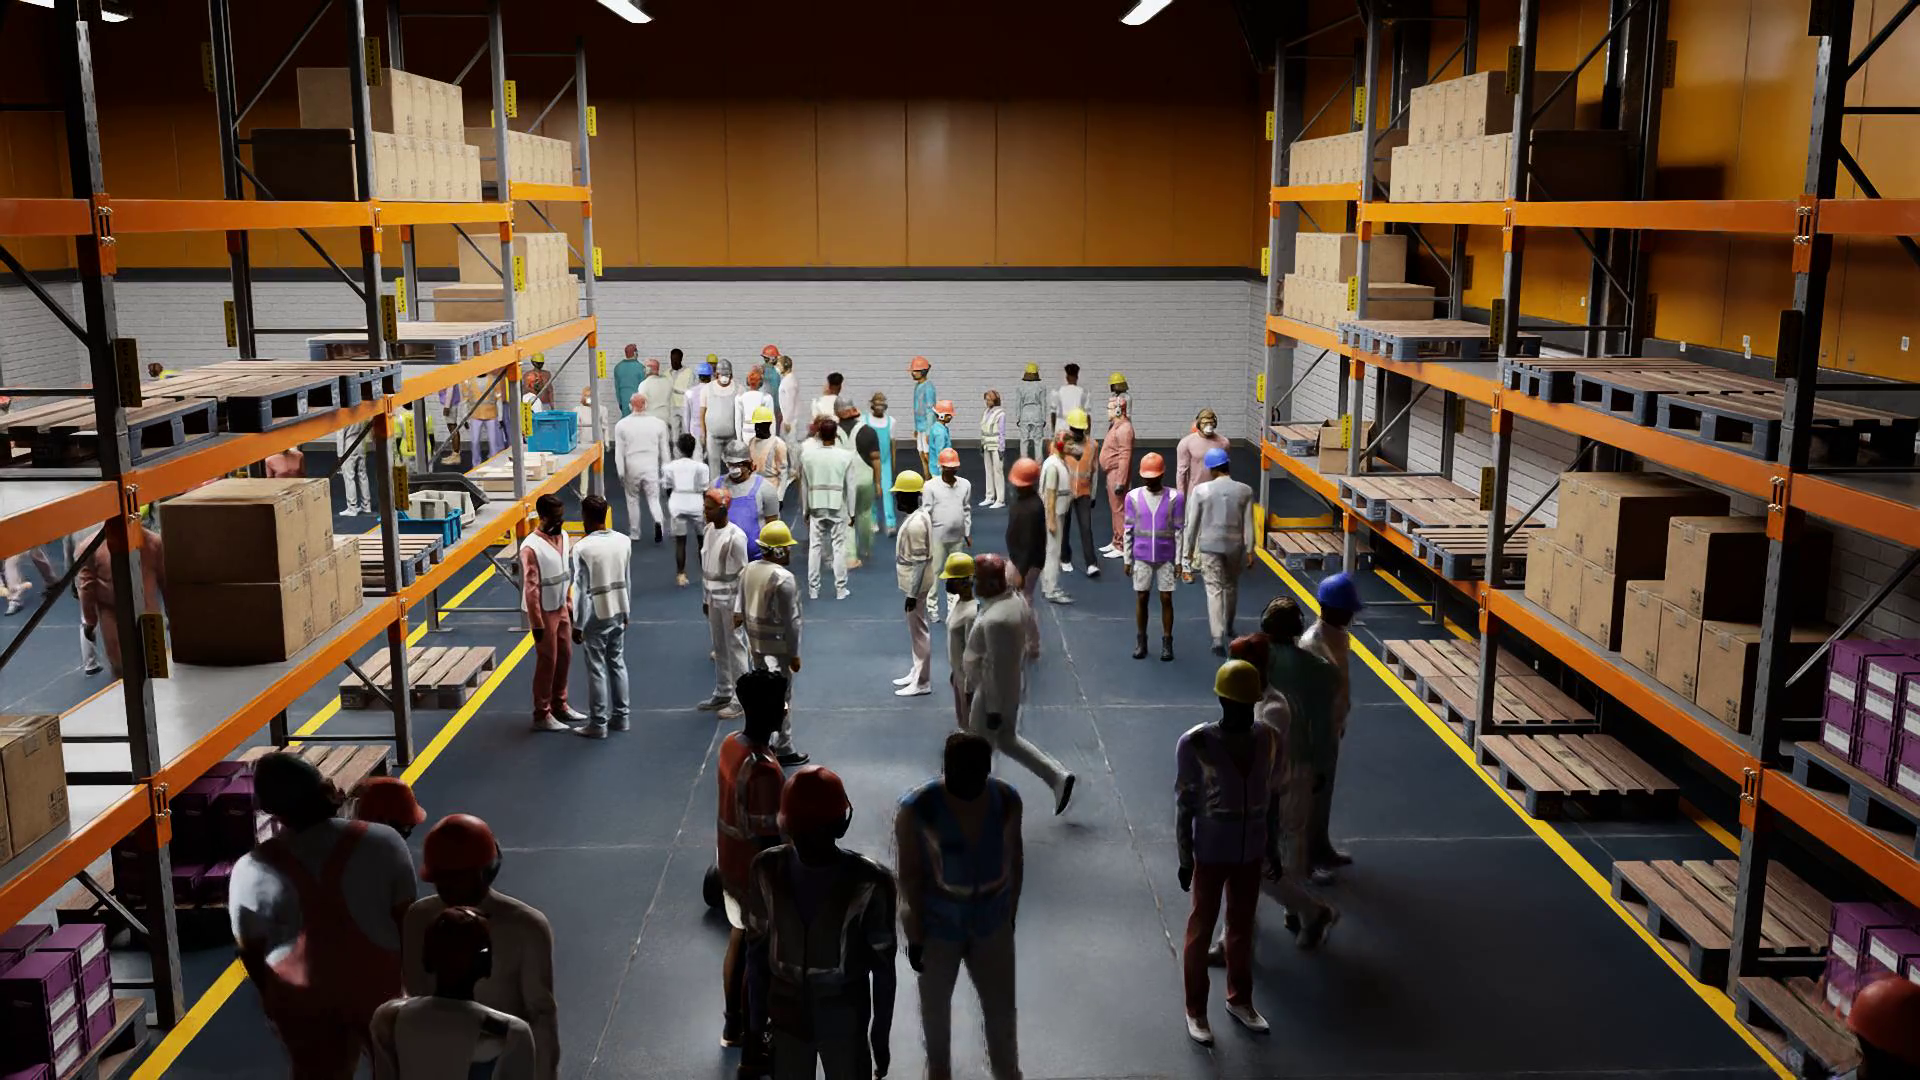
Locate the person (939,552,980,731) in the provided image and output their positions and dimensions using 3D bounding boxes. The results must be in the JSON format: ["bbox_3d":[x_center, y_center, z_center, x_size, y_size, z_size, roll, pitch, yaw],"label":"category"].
[{"bbox_3d":[0.023,0.947,11.601,0.338,1.757,0.518,-2,11,-11],"label":"person"}]

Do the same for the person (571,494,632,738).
[{"bbox_3d":[-2.788,0.592,13.009,0.411,1.906,0.602,7,13,30],"label":"person"}]

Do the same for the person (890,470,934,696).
[{"bbox_3d":[-0.404,0.363,14.092,0.373,1.928,0.584,0,11,-2],"label":"person"}]

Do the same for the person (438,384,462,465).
[{"bbox_3d":[-8.251,-2.228,26.794,0.377,2.045,0.605,-2,12,-12],"label":"person"}]

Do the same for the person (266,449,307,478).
[{"bbox_3d":[-7.440,-0.408,18.407,0.338,1.752,0.527,8,14,34],"label":"person"}]

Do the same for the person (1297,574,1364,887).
[{"bbox_3d":[2.248,1.146,10.223,0.450,1.933,0.666,6,13,28],"label":"person"}]

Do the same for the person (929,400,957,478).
[{"bbox_3d":[-0.217,-0.896,20.888,0.352,1.738,0.573,-1,11,-5],"label":"person"}]

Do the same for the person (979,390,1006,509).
[{"bbox_3d":[0.464,-1.251,22.945,0.314,1.633,0.519,-7,13,-30],"label":"person"}]

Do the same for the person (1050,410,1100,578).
[{"bbox_3d":[1.307,-0.508,18.582,0.588,1.871,0.971,-2,11,-10],"label":"person"}]

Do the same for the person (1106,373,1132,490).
[{"bbox_3d":[2.320,-1.590,24.392,0.324,1.729,0.492,-7,13,-32],"label":"person"}]

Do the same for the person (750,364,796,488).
[{"bbox_3d":[-2.856,-1.649,24.397,0.869,1.879,0.674,-1,11,-4],"label":"person"}]

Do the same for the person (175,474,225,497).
[{"bbox_3d":[-8.143,-0.281,17.902,0.535,1.699,0.318,-8,14,-36],"label":"person"}]

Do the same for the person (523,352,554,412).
[{"bbox_3d":[-6.989,-2.256,27.650,0.524,1.763,0.339,-10,15,-42],"label":"person"}]

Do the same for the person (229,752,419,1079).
[{"bbox_3d":[-2.512,1.764,6.787,0.785,2.000,0.545,-4,12,-19],"label":"person"}]

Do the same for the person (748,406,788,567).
[{"bbox_3d":[-2.179,-0.537,18.613,0.587,1.927,0.367,9,14,38],"label":"person"}]

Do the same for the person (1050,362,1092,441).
[{"bbox_3d":[1.586,-1.568,23.771,0.596,1.932,0.804,0,11,-1],"label":"person"}]

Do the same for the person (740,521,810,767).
[{"bbox_3d":[-1.368,0.763,12.329,0.403,1.832,0.594,-10,15,-41],"label":"person"}]

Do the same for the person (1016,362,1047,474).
[{"bbox_3d":[1.108,-1.884,25.826,0.484,1.744,0.295,2,11,8],"label":"person"}]

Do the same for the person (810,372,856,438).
[{"bbox_3d":[-1.692,-1.311,22.513,0.618,1.905,0.978,2,11,11],"label":"person"}]

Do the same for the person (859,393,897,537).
[{"bbox_3d":[-1.028,-0.931,20.892,0.523,1.798,0.917,-2,11,-9],"label":"person"}]

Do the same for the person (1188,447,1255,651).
[{"bbox_3d":[2.476,0.076,15.673,0.604,1.891,0.976,-1,11,-5],"label":"person"}]

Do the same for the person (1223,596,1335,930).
[{"bbox_3d":[1.811,1.271,9.547,0.629,1.930,0.359,3,12,16],"label":"person"}]

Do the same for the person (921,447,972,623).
[{"bbox_3d":[-0.117,-0.060,16.652,0.565,1.752,0.338,-6,13,-29],"label":"person"}]

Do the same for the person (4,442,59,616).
[{"bbox_3d":[-9.696,-0.182,17.226,0.585,1.785,0.980,-1,11,-6],"label":"person"}]

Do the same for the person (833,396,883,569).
[{"bbox_3d":[-1.254,-0.721,19.247,0.740,2.000,1.033,0,11,-2],"label":"person"}]

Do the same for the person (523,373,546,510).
[{"bbox_3d":[-5.854,-1.361,22.885,0.355,1.876,0.574,-7,13,-30],"label":"person"}]

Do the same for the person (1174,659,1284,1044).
[{"bbox_3d":[1.342,1.526,8.259,0.587,1.930,0.359,-4,12,-20],"label":"person"}]

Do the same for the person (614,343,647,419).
[{"bbox_3d":[-5.355,-2.273,27.358,0.641,1.913,0.407,5,12,25],"label":"person"}]

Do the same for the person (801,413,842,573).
[{"bbox_3d":[-1.586,-0.570,19.064,0.572,1.820,0.765,-8,14,-35],"label":"person"}]

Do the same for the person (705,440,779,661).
[{"bbox_3d":[-2.012,0.095,15.155,0.684,2.000,0.538,2,11,10],"label":"person"}]

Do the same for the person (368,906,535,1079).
[{"bbox_3d":[-1.637,2.114,5.470,0.583,1.877,0.355,3,12,12],"label":"person"}]

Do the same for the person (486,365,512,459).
[{"bbox_3d":[-7.641,-2.331,27.435,0.395,1.994,0.612,4,12,21],"label":"person"}]

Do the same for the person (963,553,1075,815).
[{"bbox_3d":[0.324,1.004,11.037,0.781,1.880,0.655,3,12,13],"label":"person"}]

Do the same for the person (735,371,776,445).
[{"bbox_3d":[-2.823,-1.403,23.065,0.573,1.883,0.353,2,11,11],"label":"person"}]
